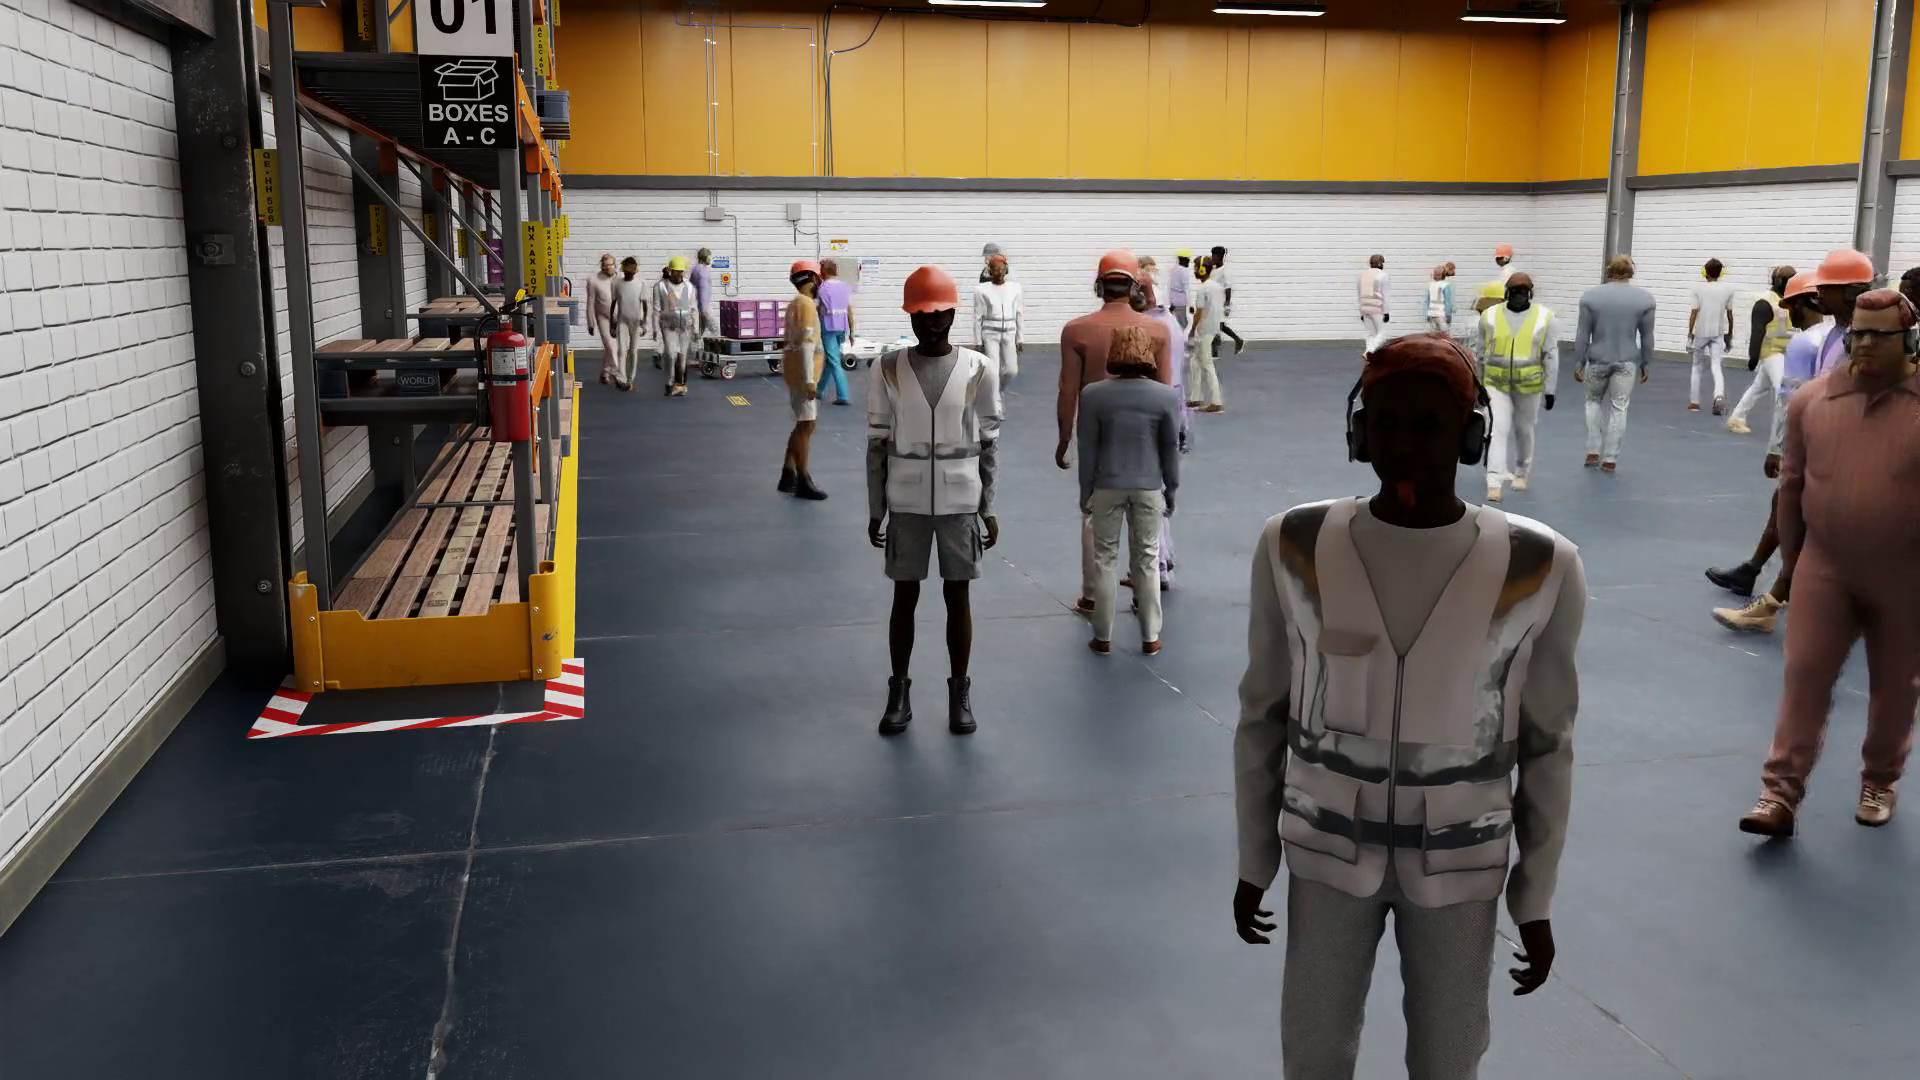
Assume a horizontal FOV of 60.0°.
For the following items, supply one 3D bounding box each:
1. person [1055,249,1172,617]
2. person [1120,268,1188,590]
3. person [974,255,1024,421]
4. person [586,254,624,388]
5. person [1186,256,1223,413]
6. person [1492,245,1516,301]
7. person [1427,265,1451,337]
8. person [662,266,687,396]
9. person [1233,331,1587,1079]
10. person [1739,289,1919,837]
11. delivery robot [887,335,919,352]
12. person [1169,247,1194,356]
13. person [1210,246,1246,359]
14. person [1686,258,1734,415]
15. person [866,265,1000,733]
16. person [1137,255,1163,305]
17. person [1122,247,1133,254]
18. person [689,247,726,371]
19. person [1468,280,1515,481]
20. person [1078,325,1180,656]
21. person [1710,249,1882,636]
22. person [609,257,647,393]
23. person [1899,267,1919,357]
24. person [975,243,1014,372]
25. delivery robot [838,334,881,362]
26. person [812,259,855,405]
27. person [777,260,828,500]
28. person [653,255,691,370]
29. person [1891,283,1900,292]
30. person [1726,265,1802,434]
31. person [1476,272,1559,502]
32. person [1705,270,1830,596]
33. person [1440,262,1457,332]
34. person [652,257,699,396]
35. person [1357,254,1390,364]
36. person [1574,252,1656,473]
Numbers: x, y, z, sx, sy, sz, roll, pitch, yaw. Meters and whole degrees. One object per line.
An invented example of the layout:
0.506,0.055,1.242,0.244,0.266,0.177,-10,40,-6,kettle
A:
0.833,-0.572,9.034,0.626,1.986,0.439,0,10,-3,person
1.036,-0.631,9.660,0.492,1.875,0.706,5,12,27,person
0.427,-2.289,18.865,0.595,1.866,0.492,-3,11,-15,person
-4.877,-3.065,23.216,0.635,1.857,1.007,-7,12,-34,person
2.818,-2.432,19.723,0.756,1.841,0.559,6,12,29,person
8.557,-3.636,26.079,0.651,1.966,0.635,1,10,8,person
7.778,-3.666,27.156,0.430,1.622,0.535,-4,11,-20,person
-3.756,-2.734,21.809,0.317,1.695,0.540,1,10,7,person
0.761,0.582,2.921,0.575,1.883,0.355,3,11,18,person
3.032,0.108,5.584,0.662,1.863,0.943,9,13,40,person
-0.873,-2.956,25.942,0.477,0.478,0.707,4,11,19,delivery robot
3.879,-4.154,29.093,0.423,1.910,0.593,-2,10,-11,person
4.519,-4.065,28.484,0.650,1.947,0.610,-3,11,-18,person
8.857,-2.404,19.611,0.532,1.839,0.909,2,10,10,person
-0.111,-0.152,6.834,0.551,1.935,0.375,0,10,0,person
1.696,-1.797,16.075,0.635,1.911,0.967,-9,13,-40,person
2.600,-3.830,27.259,0.600,1.922,0.566,2,10,13,person
-3.923,-3.600,26.002,0.781,1.910,0.662,-4,11,-23,person
4.453,-1.386,14.332,0.856,1.707,0.493,9,13,40,person
0.827,-0.236,8.170,0.497,1.625,0.279,0,10,0,person
4.439,-0.476,8.499,0.969,1.991,0.624,2,10,12,person
-4.450,-2.885,22.358,0.508,1.811,0.983,-3,11,-16,person
6.320,-0.856,10.941,1.003,1.874,0.603,5,11,24,person
0.480,-3.592,25.611,0.984,2.000,0.695,-9,14,-42,person
-1.605,-3.005,26.215,0.707,0.478,0.477,-5,11,-25,delivery robot
-1.663,-2.593,20.754,0.588,1.791,0.988,-10,14,-43,person
-1.258,-1.263,13.172,0.392,1.884,0.658,-2,10,-10,person
-4.444,-3.506,25.779,0.620,1.807,0.662,6,12,30,person
6.571,-0.928,11.683,0.530,1.745,0.605,-6,12,-31,person
8.405,-1.949,17.217,0.616,1.793,0.992,-7,13,-36,person
4.435,-1.238,13.265,0.632,1.798,0.959,4,11,22,person
4.711,-0.553,9.275,0.605,1.874,0.943,-10,14,-44,person
9.148,-4.389,31.190,0.346,1.617,0.519,-3,11,-18,person
-3.686,-2.766,21.649,0.629,1.813,0.444,-6,12,-31,person
6.506,-3.583,26.175,0.475,1.821,0.652,-7,12,-32,person
5.767,-1.564,14.694,0.655,1.921,0.667,3,11,18,person
